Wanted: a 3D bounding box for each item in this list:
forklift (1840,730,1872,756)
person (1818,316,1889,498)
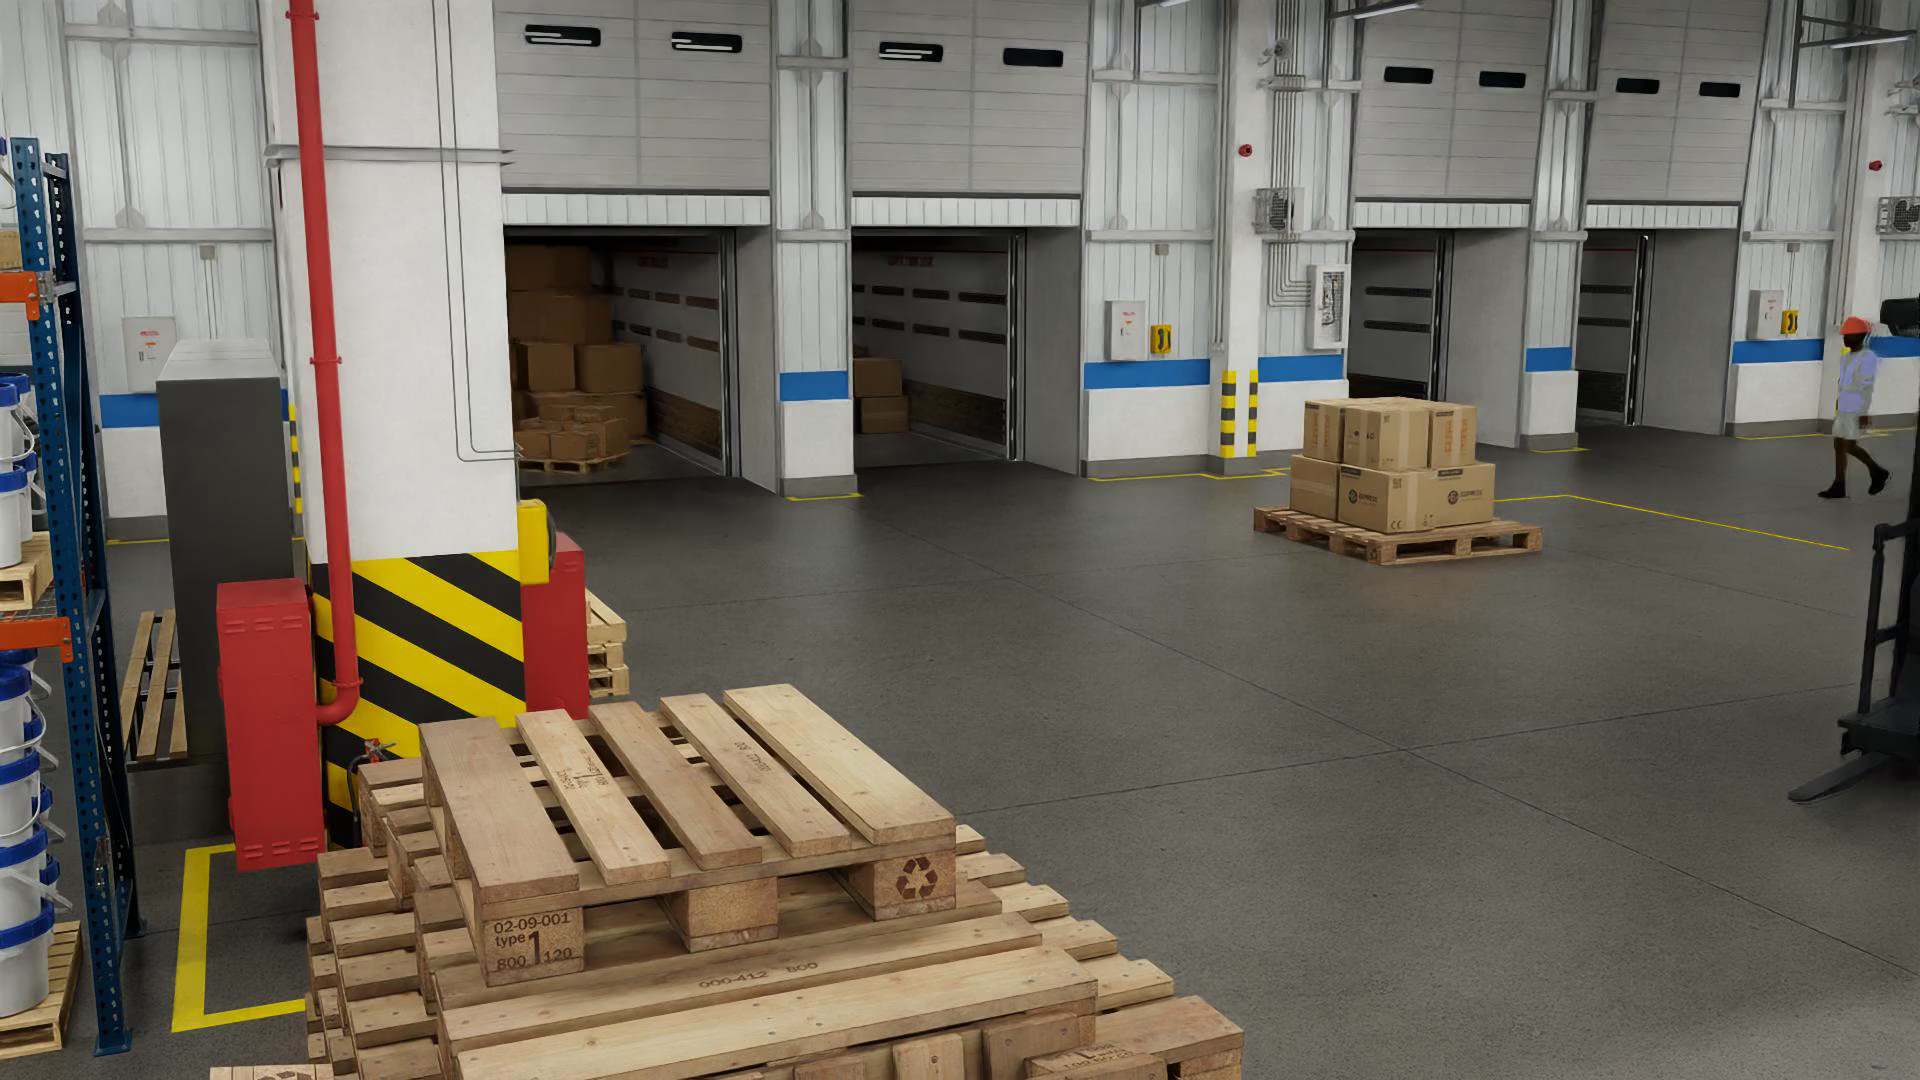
[{"bbox_3d":[5.669,-0.263,8.633,1.873,2.768,1.129,-9,13,-40],"label":"forklift"},{"bbox_3d":[9.391,-1.373,17.402,0.587,1.923,0.574,0,10,-3],"label":"person"}]
